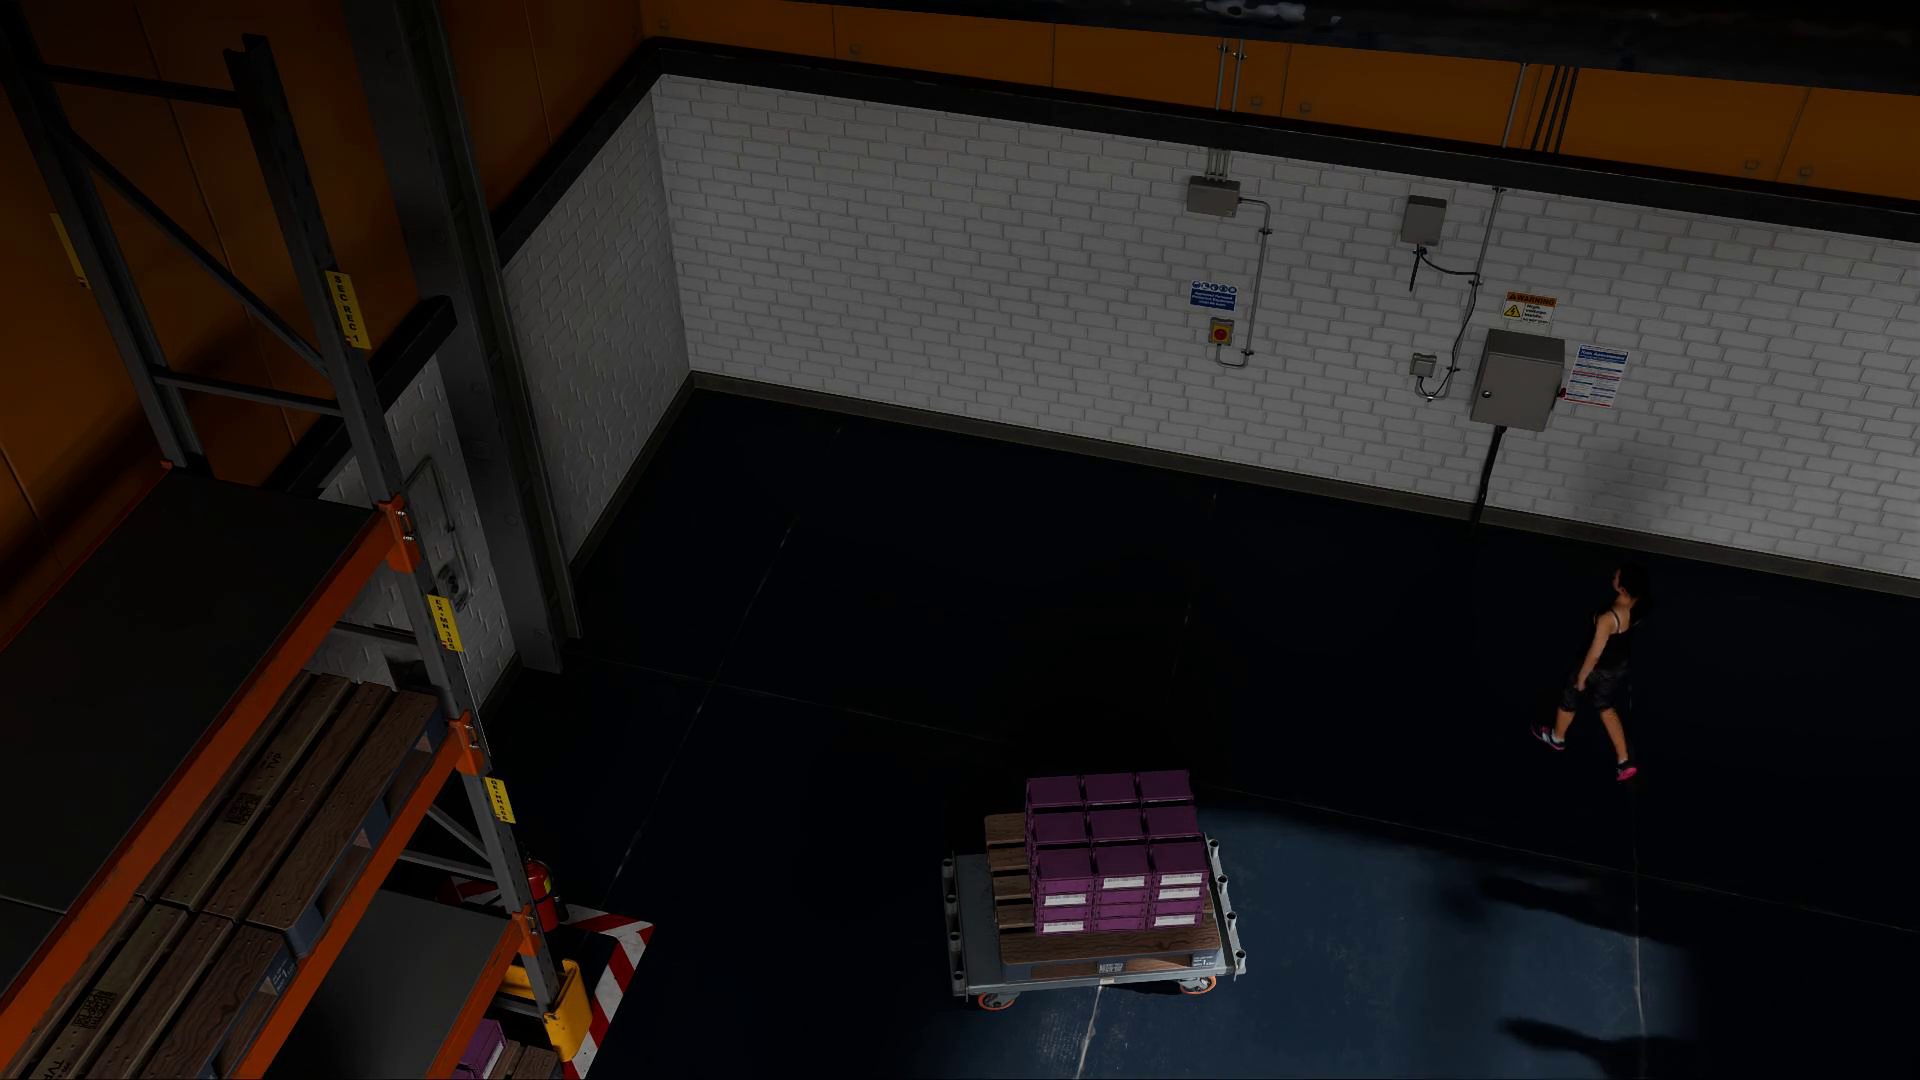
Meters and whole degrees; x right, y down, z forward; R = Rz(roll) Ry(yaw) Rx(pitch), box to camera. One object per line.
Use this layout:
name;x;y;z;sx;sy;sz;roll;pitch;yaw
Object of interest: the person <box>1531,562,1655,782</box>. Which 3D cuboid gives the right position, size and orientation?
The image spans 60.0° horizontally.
person;3.991;0.822;10.170;0.964;1.707;1.034;-21;48;-21
